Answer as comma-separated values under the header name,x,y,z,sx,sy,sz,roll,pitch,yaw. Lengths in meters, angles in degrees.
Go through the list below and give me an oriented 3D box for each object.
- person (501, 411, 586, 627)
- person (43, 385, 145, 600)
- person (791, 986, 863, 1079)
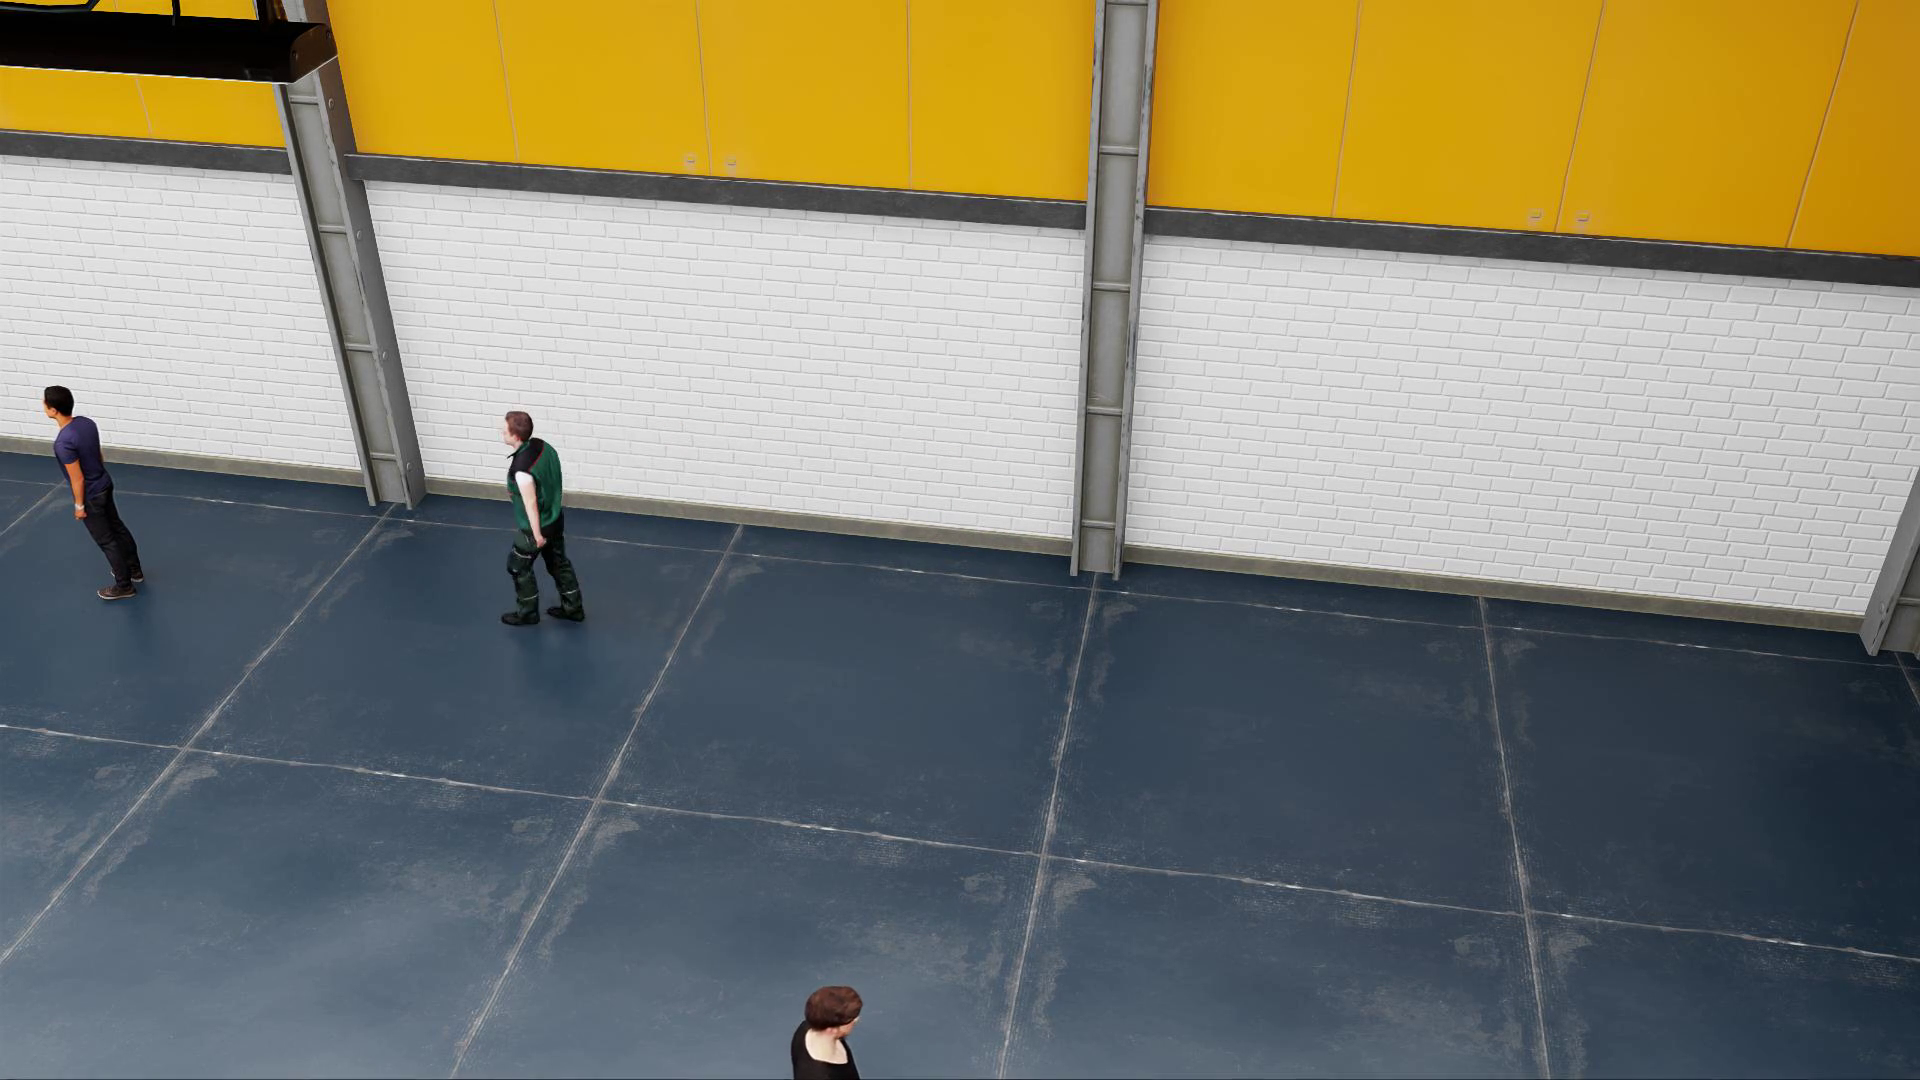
name,x,y,z,sx,sy,sz,roll,pitch,yaw
person,-3.028,-0.141,12.264,0.796,1.825,0.653,7,34,10
person,-6.590,-0.370,12.638,0.593,1.791,0.697,-2,34,-2
person,-0.615,2.790,7.792,0.724,1.894,0.749,-8,34,-11
